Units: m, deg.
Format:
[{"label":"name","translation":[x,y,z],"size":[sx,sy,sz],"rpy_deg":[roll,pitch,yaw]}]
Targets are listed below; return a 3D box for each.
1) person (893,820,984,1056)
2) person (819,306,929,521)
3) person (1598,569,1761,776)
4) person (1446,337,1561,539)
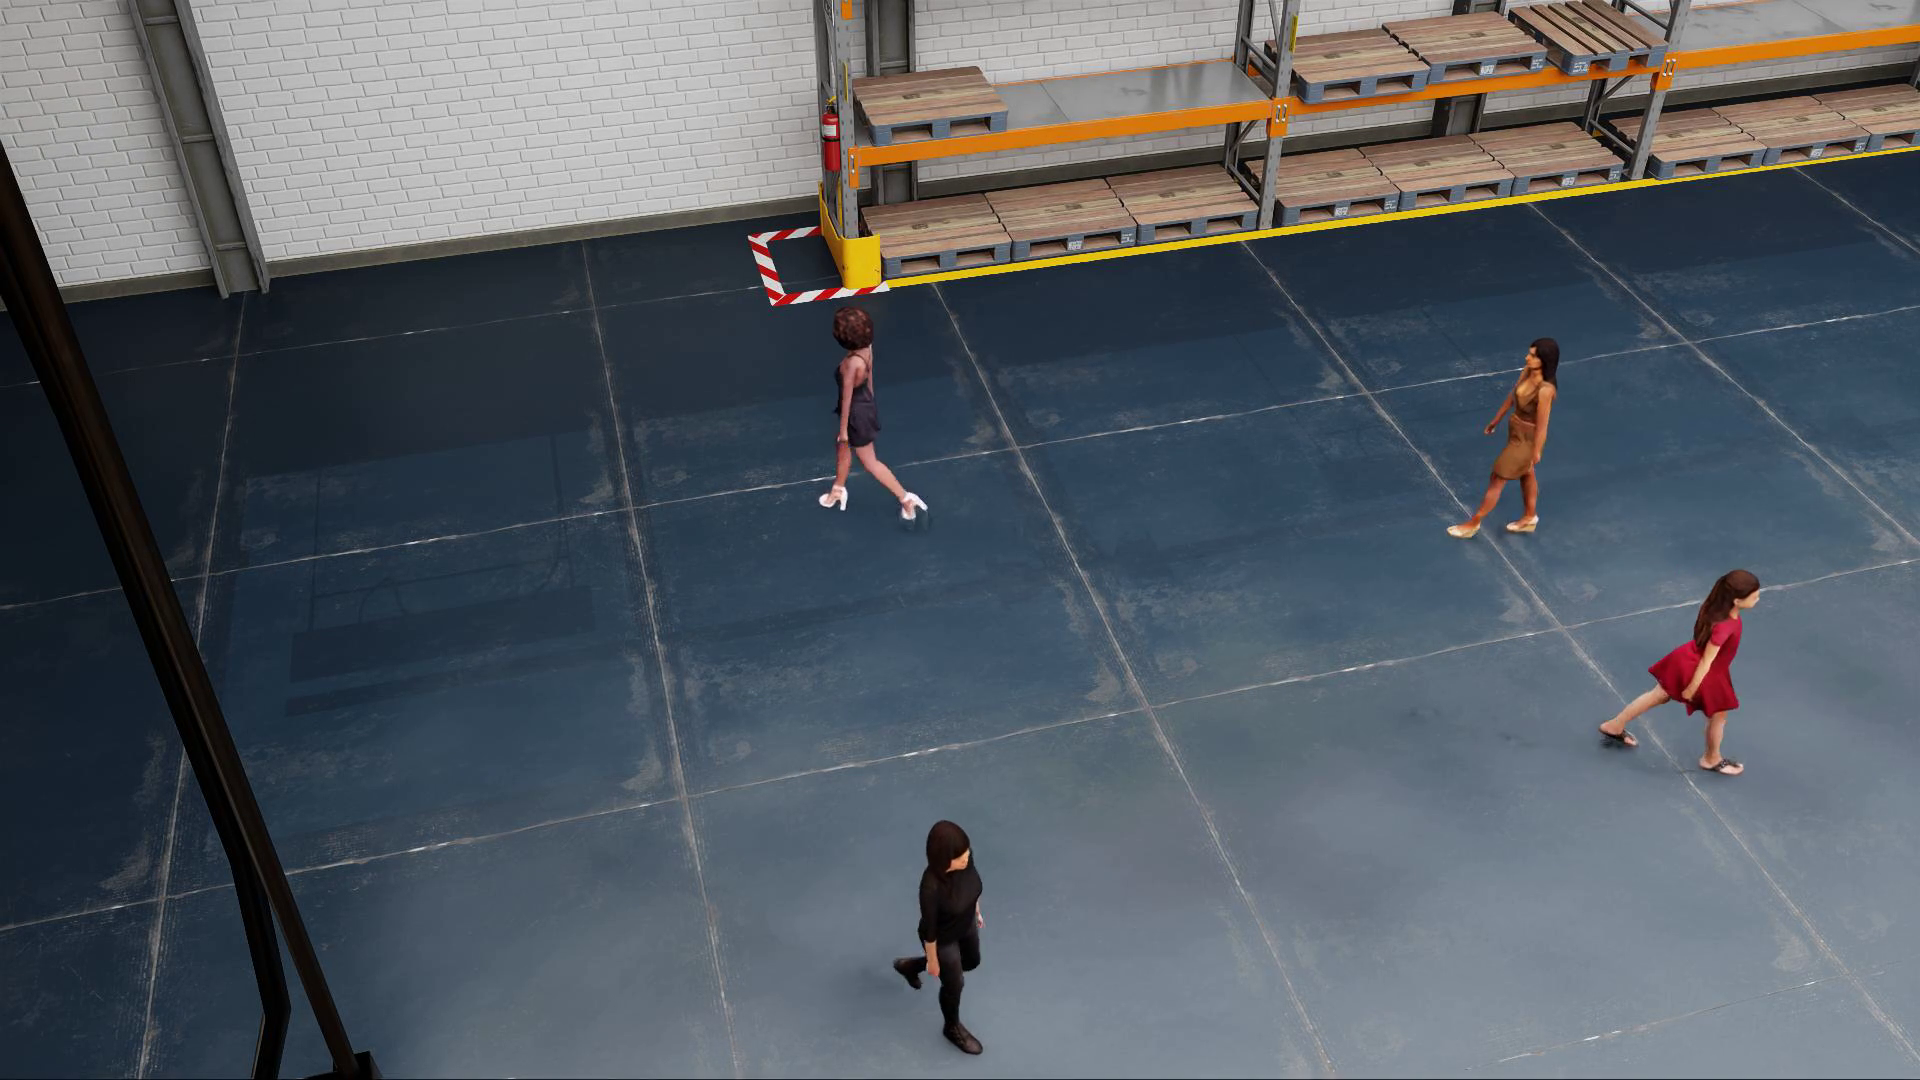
[{"label":"person","translation":[-0.112,1.940,8.381],"size":[0.929,1.626,0.880],"rpy_deg":[22,44,25]},{"label":"person","translation":[-0.637,-0.834,11.751],"size":[1.144,1.755,0.921],"rpy_deg":[9,40,11]},{"label":"person","translation":[4.343,0.758,9.949],"size":[1.138,1.517,0.876],"rpy_deg":[9,39,11]},{"label":"person","translation":[4.037,-0.689,11.647],"size":[0.967,1.659,0.739],"rpy_deg":[2,39,3]}]
